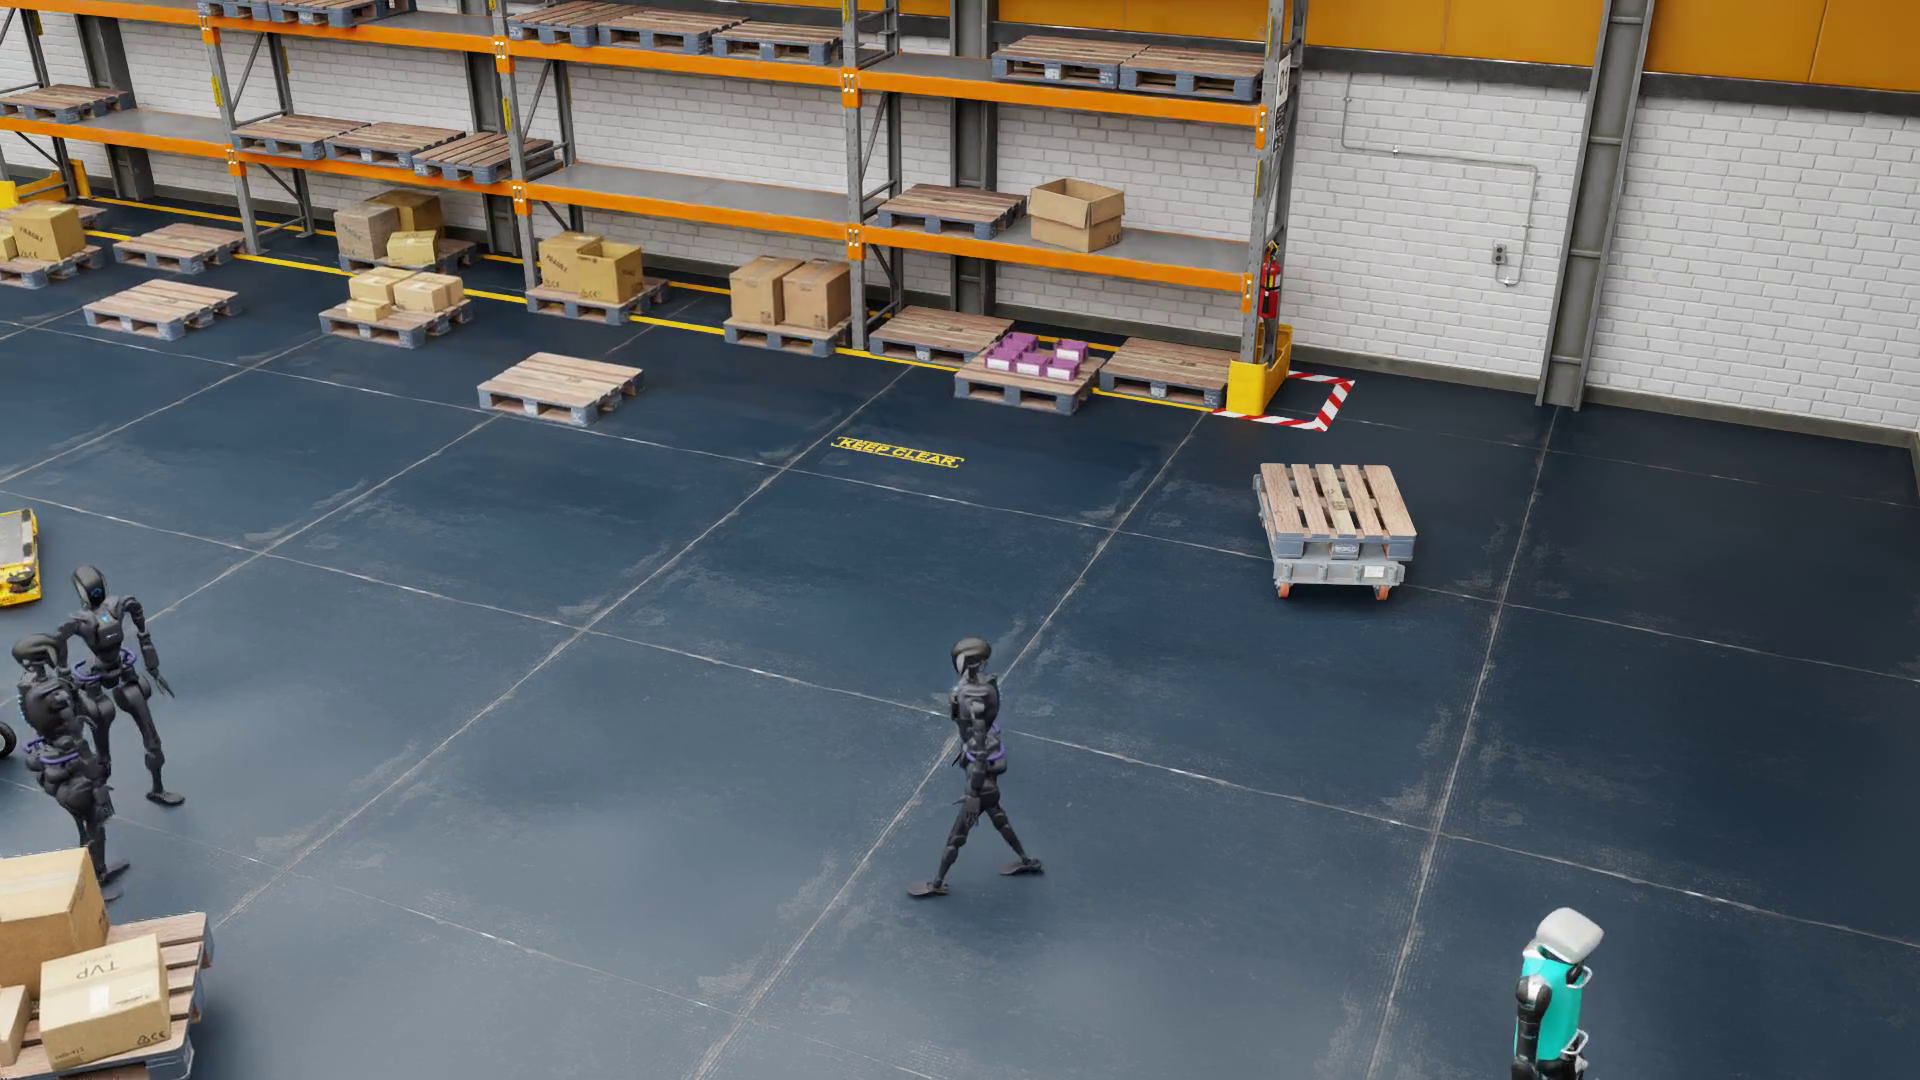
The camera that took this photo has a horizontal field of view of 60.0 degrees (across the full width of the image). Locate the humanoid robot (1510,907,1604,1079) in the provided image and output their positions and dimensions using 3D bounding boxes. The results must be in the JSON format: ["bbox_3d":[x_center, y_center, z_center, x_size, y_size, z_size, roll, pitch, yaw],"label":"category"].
[{"bbox_3d":[2.577,2.378,6.760,0.918,1.791,0.553,23,35,37],"label":"humanoid robot"}]

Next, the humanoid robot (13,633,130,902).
[{"bbox_3d":[-4.830,1.251,8.988,0.589,1.655,0.358,19,33,32],"label":"humanoid robot"}]

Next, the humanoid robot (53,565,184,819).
[{"bbox_3d":[-4.979,0.857,9.751,0.422,1.643,0.601,18,32,31],"label":"humanoid robot"}]

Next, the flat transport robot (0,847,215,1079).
[{"bbox_3d":[-4.315,2.477,8.129,0.659,0.231,1.431,-7,28,-13],"label":"flat transport robot"}]

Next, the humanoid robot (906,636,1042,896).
[{"bbox_3d":[0.082,1.222,9.081,0.793,1.620,0.603,-4,28,-7],"label":"humanoid robot"}]

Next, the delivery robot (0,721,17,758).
[{"bbox_3d":[-6.291,1.238,10.216,0.774,0.592,0.499,-1,27,-2],"label":"delivery robot"}]

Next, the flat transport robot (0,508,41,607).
[{"bbox_3d":[-7.393,0.144,12.652,0.659,0.231,1.431,-13,30,-24],"label":"flat transport robot"}]
